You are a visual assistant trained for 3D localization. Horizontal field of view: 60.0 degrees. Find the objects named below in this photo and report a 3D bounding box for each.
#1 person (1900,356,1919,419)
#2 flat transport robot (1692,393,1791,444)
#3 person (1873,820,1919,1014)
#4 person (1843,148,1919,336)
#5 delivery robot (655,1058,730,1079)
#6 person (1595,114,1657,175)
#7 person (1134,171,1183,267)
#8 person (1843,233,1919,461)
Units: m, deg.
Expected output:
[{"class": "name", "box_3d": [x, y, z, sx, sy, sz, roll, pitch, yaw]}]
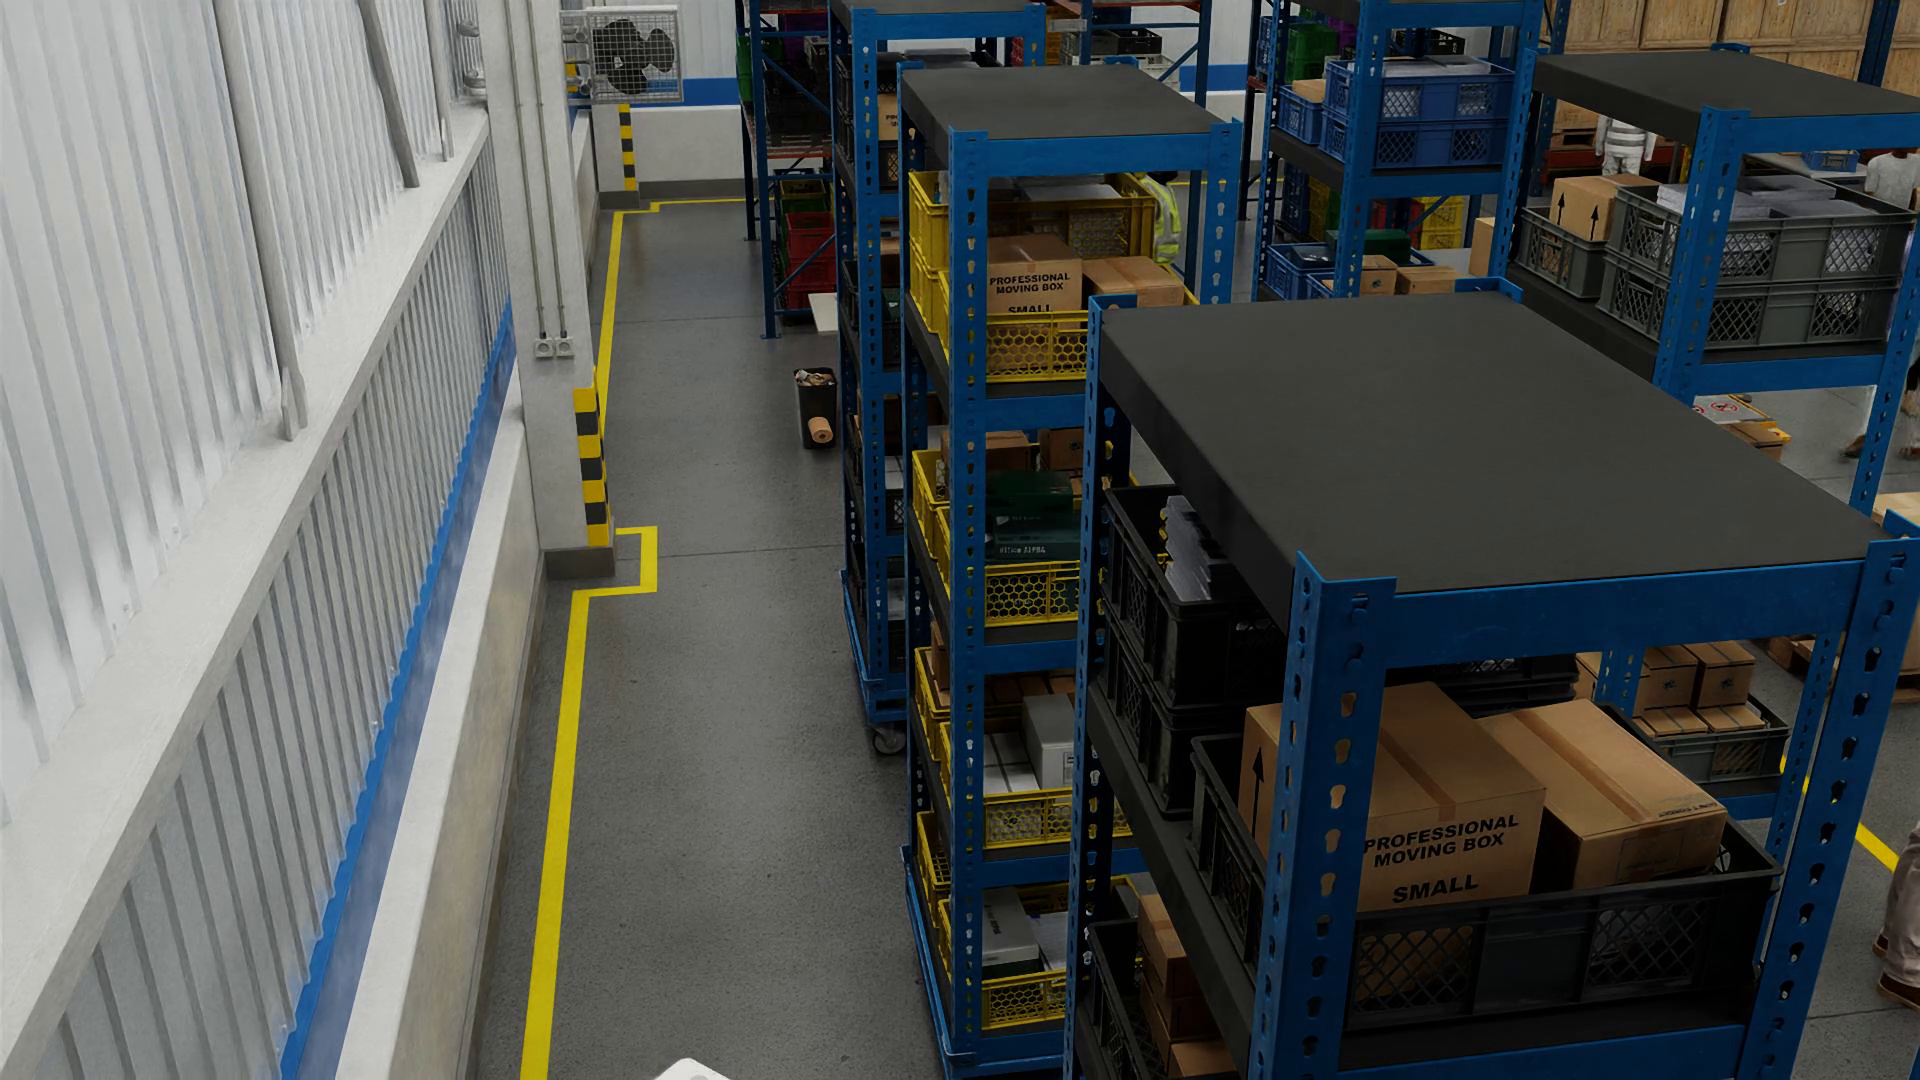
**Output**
[{"class": "person", "box_3d": [7.382, -1.740, 12.354, 0.534, 1.697, 0.318, -7, 26, -14]}, {"class": "flat transport robot", "box_3d": [5.224, -0.859, 12.132, 1.431, 0.197, 0.652, -4, 25, -8]}, {"class": "person", "box_3d": [3.860, 0.880, 6.318, 0.391, 1.986, 0.609, 13, 28, 25]}, {"class": "person", "box_3d": [7.855, -2.643, 14.129, 0.515, 1.866, 0.331, -2, 25, -5]}, {"class": "delivery robot", "box_3d": [-1.027, 2.015, 5.441, 0.477, 0.478, 0.707, 16, 29, 32]}, {"class": "person", "box_3d": [6.747, -3.933, 16.902, 0.584, 1.879, 0.339, 19, 31, 35]}, {"class": "person", "box_3d": [1.544, -2.222, 13.250, 0.431, 1.835, 0.621, 6, 25, 14]}, {"class": "person", "box_3d": [6.631, -1.429, 11.434, 0.657, 1.913, 0.732, 22, 33, 39]}]
